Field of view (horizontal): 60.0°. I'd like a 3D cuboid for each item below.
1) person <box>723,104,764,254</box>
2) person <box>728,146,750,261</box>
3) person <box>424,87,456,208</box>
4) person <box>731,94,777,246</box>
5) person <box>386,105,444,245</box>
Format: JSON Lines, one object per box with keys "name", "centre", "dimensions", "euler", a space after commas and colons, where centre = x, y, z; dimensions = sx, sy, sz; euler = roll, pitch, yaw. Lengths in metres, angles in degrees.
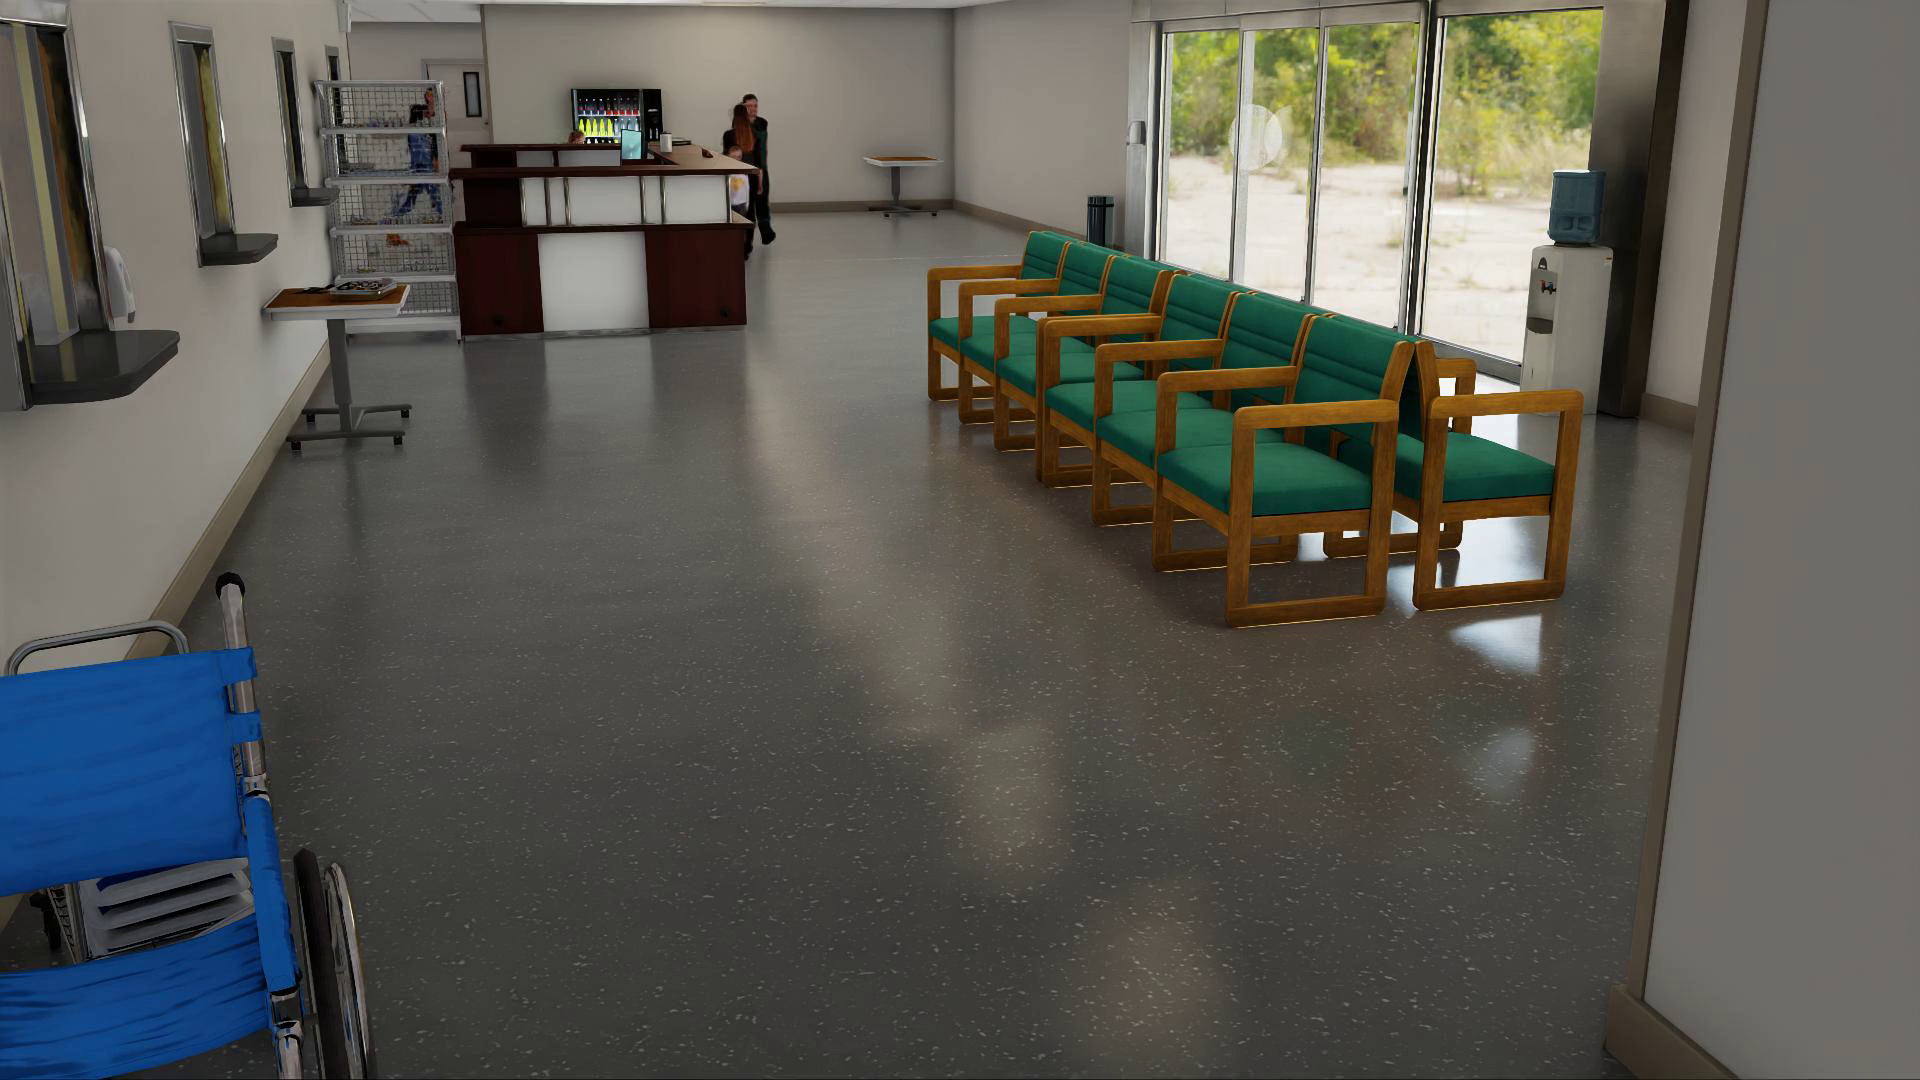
{"name": "person", "centre": [-2.528, -4.155, 19.260], "dimensions": [0.963, 1.691, 0.722], "euler": [-4, 16, -14]}
{"name": "person", "centre": [-2.560, -3.795, 18.788], "dimensions": [0.828, 1.255, 0.539], "euler": [-4, 16, -15]}
{"name": "person", "centre": [-8.195, -6.138, 26.076], "dimensions": [1.069, 1.810, 0.870], "euler": [1, 16, 4]}
{"name": "person", "centre": [-2.551, -4.477, 20.234], "dimensions": [1.071, 1.781, 0.844], "euler": [-7, 17, -24]}
{"name": "person", "centre": [-6.526, -4.305, 19.863], "dimensions": [1.264, 1.653, 0.759], "euler": [-2, 16, -7]}
